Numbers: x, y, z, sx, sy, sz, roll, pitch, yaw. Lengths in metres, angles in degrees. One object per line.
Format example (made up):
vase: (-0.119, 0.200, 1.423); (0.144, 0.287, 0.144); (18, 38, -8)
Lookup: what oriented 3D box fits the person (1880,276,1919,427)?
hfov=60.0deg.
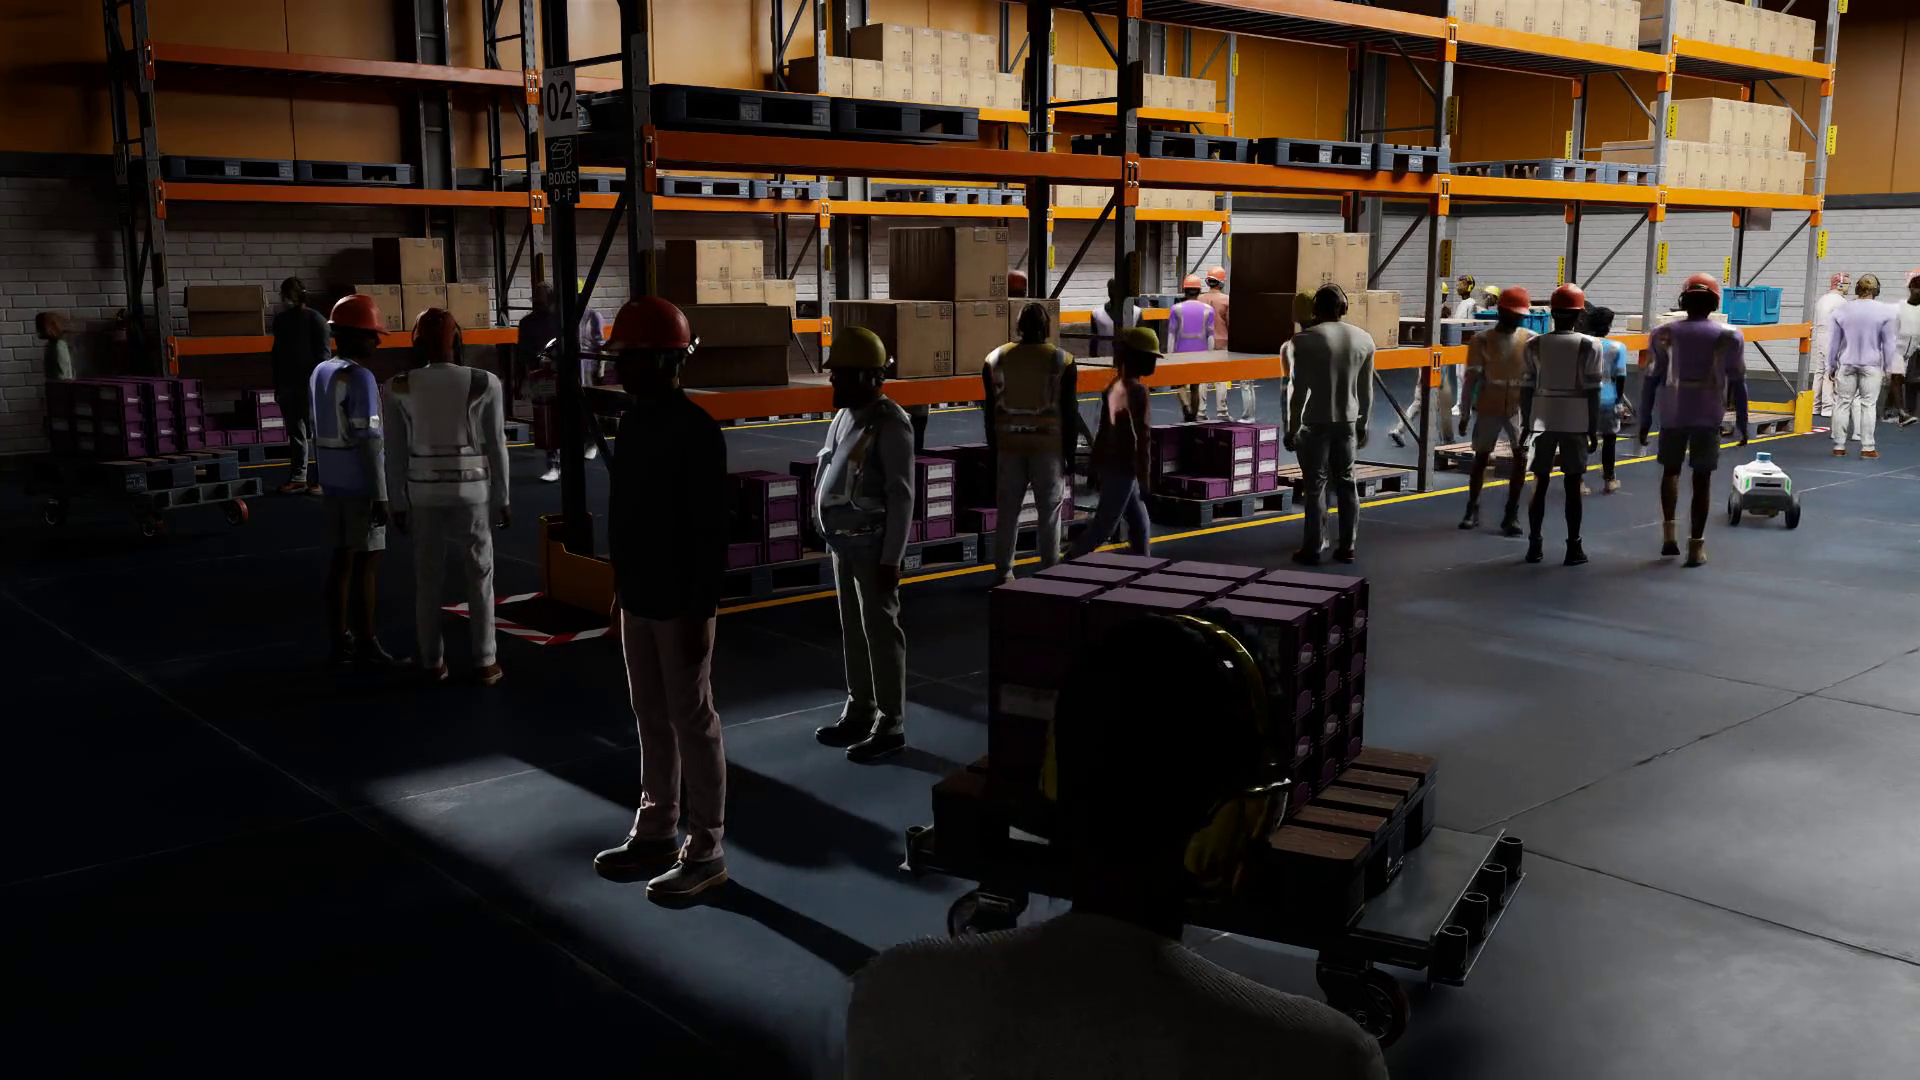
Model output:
person: (11.869, -2.379, 20.945); (0.653, 1.883, 1.039); (0, 10, 1)

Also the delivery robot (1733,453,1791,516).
delivery robot: (6.390, -0.453, 13.260); (0.477, 0.478, 0.707); (3, 10, 18)

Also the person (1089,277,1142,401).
person: (1.771, -2.027, 18.843); (0.625, 1.895, 0.615); (2, 10, 9)

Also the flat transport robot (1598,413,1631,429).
flat transport robot: (7.869, -1.539, 20.726); (0.652, 0.197, 1.431); (6, 12, 33)

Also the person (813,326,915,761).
person: (-0.416, 0.014, 7.064); (0.404, 1.830, 0.601); (-5, 11, -27)

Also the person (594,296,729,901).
person: (-0.996, 0.191, 5.558); (0.376, 1.995, 0.609); (-8, 13, -40)

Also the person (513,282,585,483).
person: (-3.932, -1.481, 15.696); (0.675, 1.872, 0.847); (3, 10, 20)

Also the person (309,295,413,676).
person: (-3.067, -0.279, 8.500); (0.550, 1.928, 0.378); (9, 13, 42)

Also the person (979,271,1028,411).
person: (0.521, -1.349, 14.582); (1.072, 1.984, 0.620); (-9, 13, -41)

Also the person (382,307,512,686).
person: (-2.524, -0.203, 8.219); (0.584, 1.878, 0.371); (-2, 10, -10)

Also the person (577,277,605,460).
person: (-4.028, -1.789, 17.371); (0.609, 1.916, 0.459); (2, 10, 13)

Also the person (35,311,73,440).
person: (-8.323, -1.293, 15.324); (0.335, 1.618, 0.514); (-6, 11, -31)

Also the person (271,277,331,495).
person: (-5.877, -1.365, 14.835); (0.630, 1.938, 0.372); (4, 10, 22)

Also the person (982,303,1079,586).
person: (0.455, -0.582, 10.573); (0.621, 1.835, 0.430); (3, 10, 17)

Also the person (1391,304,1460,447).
person: (5.213, -1.821, 18.472); (0.814, 1.607, 0.522); (-4, 10, -22)

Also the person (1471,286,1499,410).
person: (7.069, -2.608, 22.754); (0.666, 1.719, 0.329); (-6, 11, -32)

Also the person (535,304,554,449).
person: (-4.485, -1.789, 18.231); (0.492, 1.626, 0.284); (8, 13, 39)

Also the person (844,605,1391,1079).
person: (0.094, 0.974, 1.527); (0.561, 1.812, 1.003); (5, 11, 26)

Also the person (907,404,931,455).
person: (-0.376, -1.487, 16.250); (0.318, 1.697, 0.535); (-2, 10, -12)

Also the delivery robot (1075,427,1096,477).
delivery robot: (1.132, -0.799, 15.286); (0.477, 0.478, 0.707); (0, 10, 1)

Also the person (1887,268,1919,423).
person: (12.157, -2.433, 20.980); (0.593, 1.977, 0.632); (4, 10, 21)

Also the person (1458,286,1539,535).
person: (4.144, -0.984, 12.705); (0.649, 1.889, 0.710); (1, 10, 8)

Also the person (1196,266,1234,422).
person: (3.245, -2.482, 21.208); (0.612, 1.995, 0.382); (6, 11, 31)

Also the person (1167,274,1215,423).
person: (2.759, -2.214, 19.880); (0.585, 1.911, 0.635); (-1, 10, -3)

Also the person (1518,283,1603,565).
person: (4.137, -0.794, 11.485); (0.544, 1.939, 0.372); (5, 11, 29)

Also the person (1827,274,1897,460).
person: (9.426, -1.807, 17.416); (0.635, 1.937, 0.352); (9, 13, 41)

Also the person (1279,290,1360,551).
person: (2.586, -0.838, 11.901); (0.643, 1.884, 0.597); (7, 12, 36)

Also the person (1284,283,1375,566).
person: (2.536, -0.788, 11.458); (0.635, 1.935, 0.349); (-2, 10, -14)

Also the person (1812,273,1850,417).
person: (11.559, -2.572, 21.992); (0.402, 1.906, 0.652); (1, 10, 3)

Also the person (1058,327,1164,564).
person: (0.898, -0.410, 9.920); (0.884, 1.715, 0.538); (-2, 10, -11)

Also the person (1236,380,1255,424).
person: (3.596, -2.252, 20.919); (0.320, 1.630, 0.513); (6, 11, 32)

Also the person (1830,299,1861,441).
person: (10.281, -1.955, 19.163); (0.311, 1.639, 0.513); (-7, 12, -36)

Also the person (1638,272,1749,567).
person: (5.073, -0.831, 11.489); (0.681, 2.008, 0.538); (6, 11, 31)

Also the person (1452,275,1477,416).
person: (6.717, -2.599, 22.241); (0.328, 1.877, 0.513); (0, 10, -1)

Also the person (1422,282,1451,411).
person: (6.577, -2.662, 22.931); (0.308, 1.769, 0.525); (-6, 11, -30)

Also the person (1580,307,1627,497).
person: (5.678, -1.227, 14.779); (0.558, 1.664, 0.756); (8, 13, 39)
